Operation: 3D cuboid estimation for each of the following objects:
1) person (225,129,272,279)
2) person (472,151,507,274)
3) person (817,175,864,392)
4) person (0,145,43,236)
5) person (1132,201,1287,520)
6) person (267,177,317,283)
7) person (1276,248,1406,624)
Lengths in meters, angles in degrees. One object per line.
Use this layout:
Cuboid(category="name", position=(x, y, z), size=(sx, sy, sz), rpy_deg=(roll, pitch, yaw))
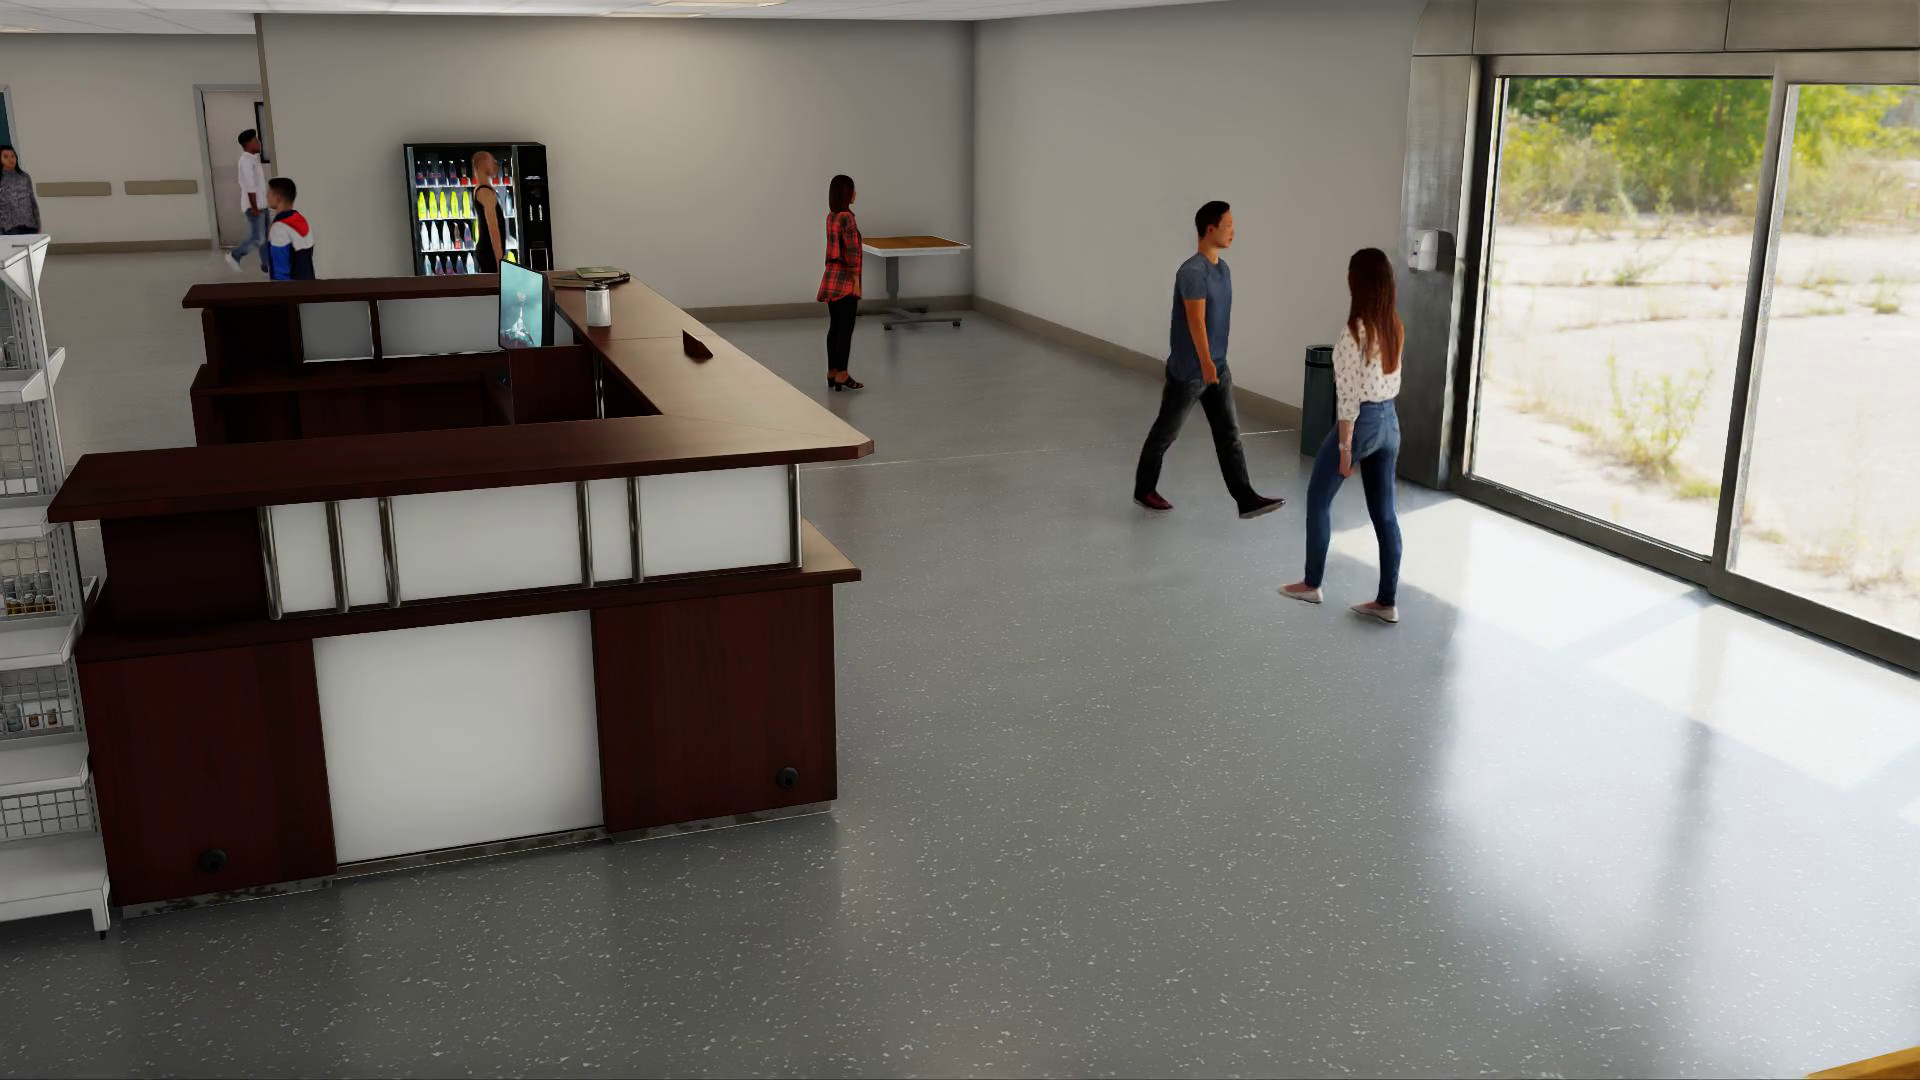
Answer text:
Cuboid(category="person", position=(-8.708, -4.098, 20.362), size=(0.934, 1.804, 0.694), rpy_deg=(-4, 16, -14))
Cuboid(category="person", position=(-4.154, -2.511, 14.712), size=(0.528, 1.815, 0.679), rpy_deg=(-8, 17, -25))
Cuboid(category="person", position=(-0.948, -2.064, 13.337), size=(0.594, 1.702, 0.648), rpy_deg=(-9, 18, -28))
Cuboid(category="person", position=(-10.223, -3.393, 18.021), size=(0.964, 1.718, 0.999), rpy_deg=(13, 20, 39))
Cuboid(category="person", position=(1.246, -0.965, 9.333), size=(1.118, 1.758, 1.211), rpy_deg=(13, 20, 39))
Cuboid(category="person", position=(-4.769, -1.741, 12.117), size=(1.086, 1.742, 0.923), rpy_deg=(2, 16, 8))
Cuboid(category="person", position=(1.919, -0.444, 7.595), size=(0.837, 1.699, 0.761), rpy_deg=(-10, 18, -31))
